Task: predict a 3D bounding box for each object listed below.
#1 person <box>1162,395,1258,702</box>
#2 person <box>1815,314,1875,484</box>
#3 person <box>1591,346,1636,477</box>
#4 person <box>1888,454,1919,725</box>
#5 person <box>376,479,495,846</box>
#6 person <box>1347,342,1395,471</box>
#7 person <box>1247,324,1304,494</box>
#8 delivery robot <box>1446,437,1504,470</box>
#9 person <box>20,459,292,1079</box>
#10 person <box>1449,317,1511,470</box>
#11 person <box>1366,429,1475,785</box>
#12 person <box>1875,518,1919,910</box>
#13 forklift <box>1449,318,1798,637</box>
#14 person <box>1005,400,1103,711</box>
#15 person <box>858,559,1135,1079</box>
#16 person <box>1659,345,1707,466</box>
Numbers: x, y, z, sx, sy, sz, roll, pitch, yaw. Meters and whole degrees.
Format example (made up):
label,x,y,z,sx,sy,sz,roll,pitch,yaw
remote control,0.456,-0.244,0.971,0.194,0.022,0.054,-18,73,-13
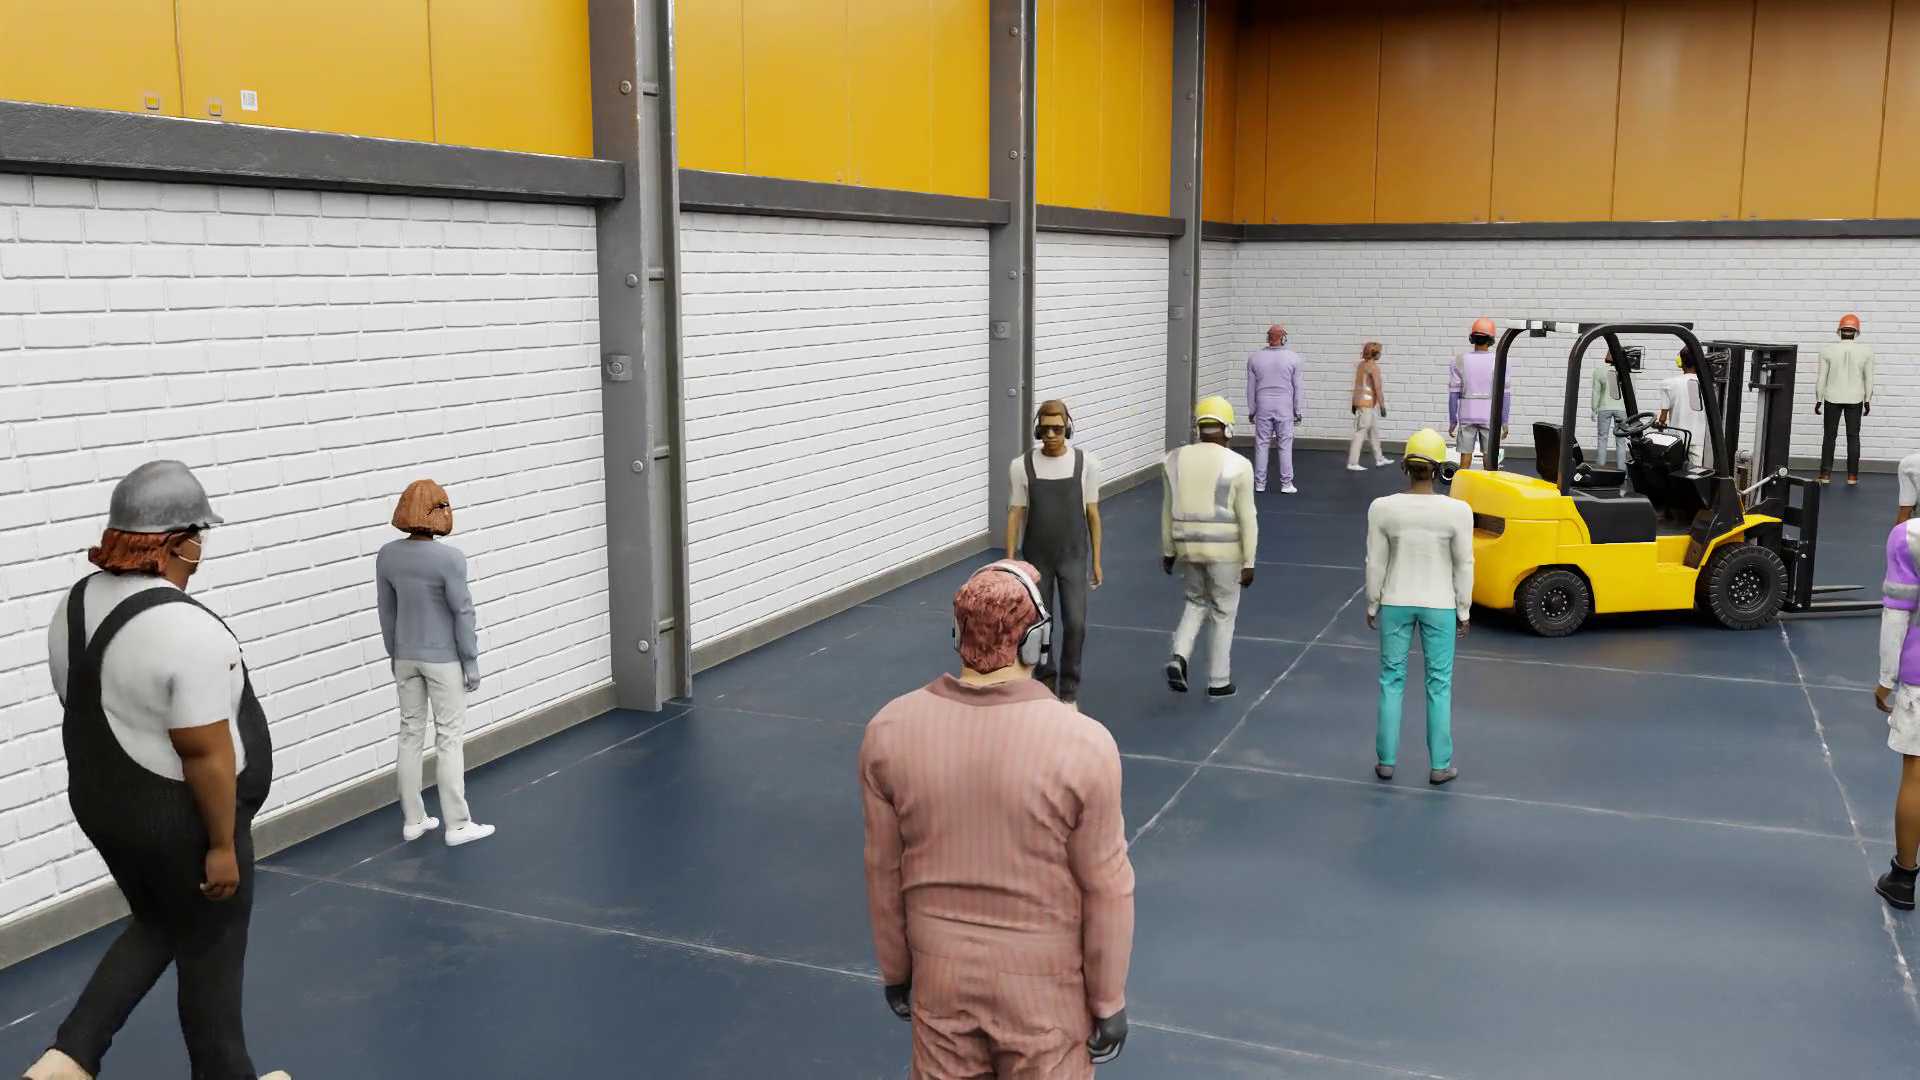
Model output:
label,x,y,z,sx,sy,sz,roll,pitch,yaw
person,1.458,0.063,9.753,0.617,1.811,0.478,7,12,35
person,10.421,-1.656,19.615,0.608,1.995,0.377,4,10,22
person,7.821,-1.526,19.920,0.497,1.633,0.283,4,10,22
person,5.355,0.145,9.079,0.510,1.872,0.329,4,10,22
person,-2.344,0.543,7.386,0.497,1.633,0.283,4,10,22
person,5.197,-1.667,20.830,0.755,1.608,0.539,-2,9,-9
person,3.558,-1.471,18.763,0.639,1.909,0.409,4,10,22
delivery robot,6.023,-0.974,19.554,0.707,0.478,0.477,4,10,22
person,-2.299,0.769,4.784,0.701,2.000,0.669,6,11,31
person,5.255,-1.223,16.849,0.605,2.044,0.375,4,10,22
person,2.275,0.333,8.256,0.522,1.768,0.312,4,10,22
person,3.924,0.528,6.581,0.542,1.929,0.368,4,10,22
forklift,4.706,-0.497,11.990,2.313,2.155,1.214,-2,10,-10
person,0.520,0.135,9.267,0.554,1.823,0.612,1,9,4
person,0.101,0.991,3.844,0.639,1.909,0.409,4,10,22
person,6.621,-0.856,15.168,0.510,1.865,0.329,4,10,22
